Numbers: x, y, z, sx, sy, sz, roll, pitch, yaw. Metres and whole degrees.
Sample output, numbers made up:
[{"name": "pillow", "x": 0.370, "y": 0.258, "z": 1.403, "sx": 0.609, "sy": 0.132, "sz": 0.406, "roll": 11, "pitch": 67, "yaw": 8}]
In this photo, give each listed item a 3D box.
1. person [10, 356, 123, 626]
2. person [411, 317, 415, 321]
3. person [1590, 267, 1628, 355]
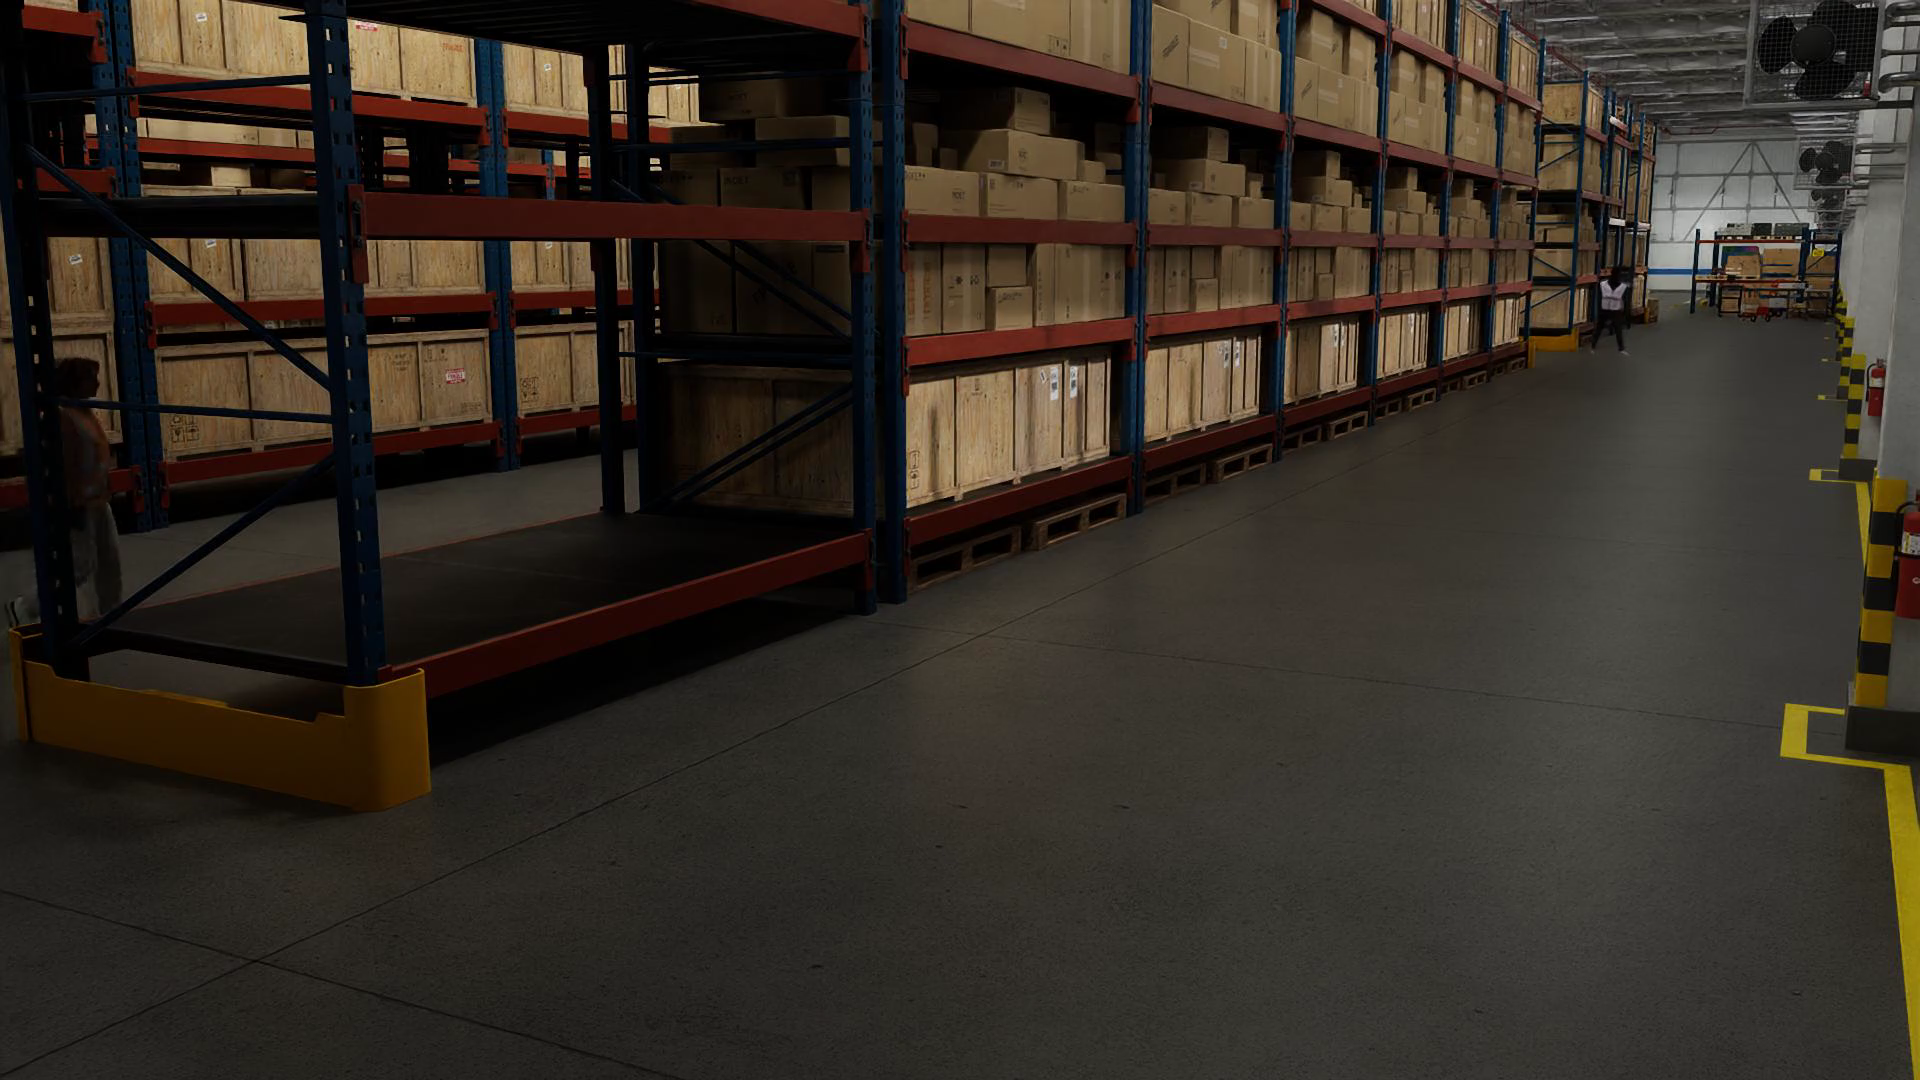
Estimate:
[{"name": "person", "x": -4.878, "y": -0.200, "z": 9.137, "sx": 0.586, "sy": 1.620, "sz": 0.527, "roll": -1, "pitch": 10, "yaw": -8}, {"name": "person", "x": -9.968, "y": -4.052, "z": 31.031, "sx": 0.522, "sy": 1.769, "sz": 0.312, "roll": -3, "pitch": 10, "yaw": -18}, {"name": "person", "x": 13.979, "y": -4.905, "z": 35.669, "sx": 0.662, "sy": 1.893, "sz": 0.475, "roll": 3, "pitch": 10, "yaw": 17}]
